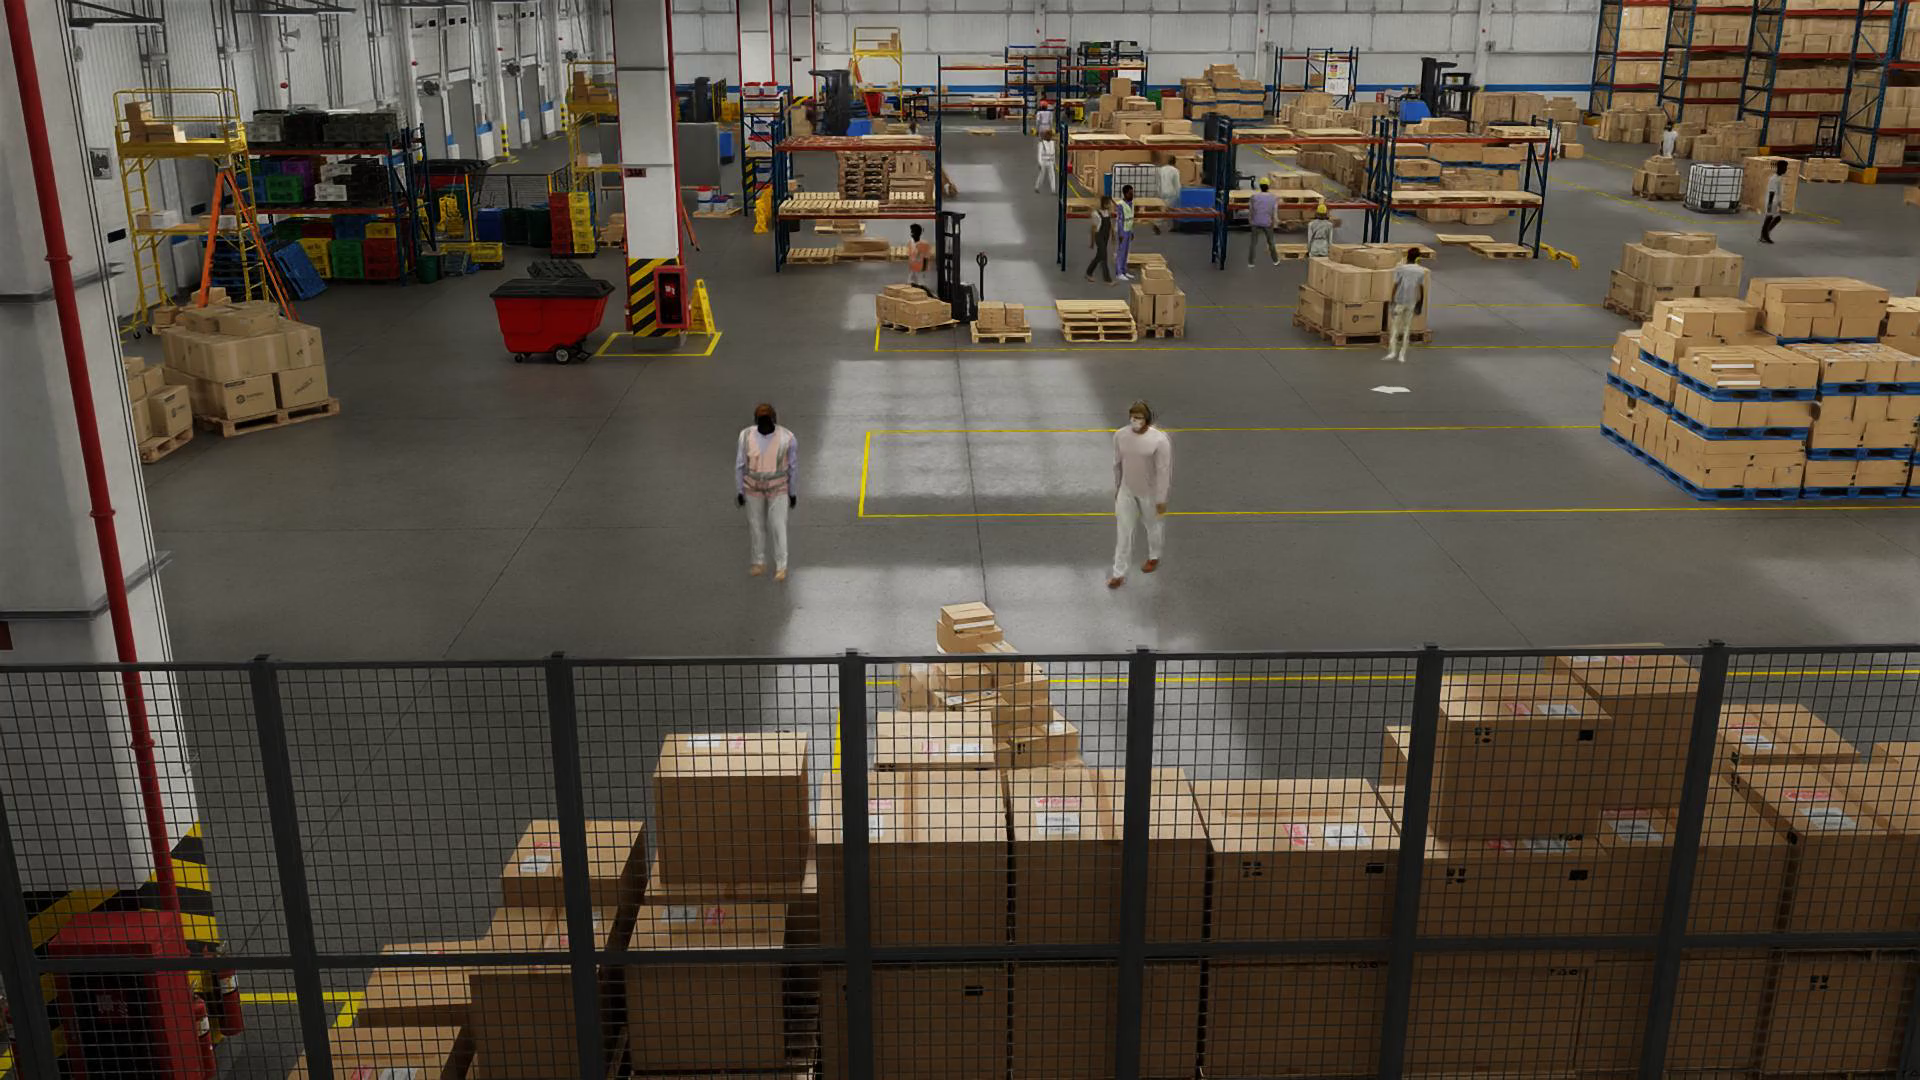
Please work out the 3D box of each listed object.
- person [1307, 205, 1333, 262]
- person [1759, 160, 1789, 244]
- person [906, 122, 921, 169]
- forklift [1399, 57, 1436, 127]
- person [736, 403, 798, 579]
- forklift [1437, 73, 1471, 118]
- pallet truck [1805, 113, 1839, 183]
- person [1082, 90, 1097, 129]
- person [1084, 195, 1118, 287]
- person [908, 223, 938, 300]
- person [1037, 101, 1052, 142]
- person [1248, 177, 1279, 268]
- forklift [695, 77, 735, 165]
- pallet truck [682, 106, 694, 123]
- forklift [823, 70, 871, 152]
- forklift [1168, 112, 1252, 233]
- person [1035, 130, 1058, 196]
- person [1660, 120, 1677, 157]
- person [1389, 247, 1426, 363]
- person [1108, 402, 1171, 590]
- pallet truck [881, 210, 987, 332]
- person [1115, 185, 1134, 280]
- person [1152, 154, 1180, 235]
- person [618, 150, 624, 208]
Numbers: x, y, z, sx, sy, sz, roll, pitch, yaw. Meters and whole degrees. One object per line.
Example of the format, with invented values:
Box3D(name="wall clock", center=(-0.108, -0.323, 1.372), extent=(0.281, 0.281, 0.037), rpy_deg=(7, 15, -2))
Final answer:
Box3D(name="person", center=(6.988, -5.648, 32.377), extent=(0.488, 1.743, 0.321), rpy_deg=(2, 19, 5))
Box3D(name="person", center=(18.855, -7.816, 38.500), extent=(0.470, 1.949, 0.631), rpy_deg=(9, 20, 24))
Box3D(name="person", center=(-1.440, -12.333, 52.404), extent=(0.536, 1.613, 0.689), rpy_deg=(-7, 20, -19))
Box3D(name="forklift", center=(19.264, -18.500, 68.753), extent=(1.873, 2.768, 1.129), rpy_deg=(-1, 19, -1))
Box3D(name="person", center=(-1.976, -0.506, 16.980), extent=(0.631, 1.841, 0.429), rpy_deg=(2, 19, 6))
Box3D(name="forklift", center=(17.108, -14.811, 57.808), extent=(1.129, 2.768, 1.873), rpy_deg=(-1, 19, -2))
Box3D(name="pallet truck", center=(26.403, -11.957, 50.702), extent=(0.823, 1.965, 1.885), rpy_deg=(6, 19, 16))
Box3D(name="person", center=(4.889, -16.016, 62.859), extent=(0.456, 1.924, 0.625), rpy_deg=(-12, 22, -32))
Box3D(name="person", center=(2.823, -6.045, 33.484), extent=(0.891, 1.804, 0.500), rpy_deg=(14, 23, 36))
Box3D(name="person", center=(-0.720, -4.953, 30.403), extent=(0.547, 1.681, 0.539), rpy_deg=(-16, 25, -40))
Box3D(name="person", center=(2.913, -14.146, 57.324), extent=(0.549, 1.919, 0.717), rpy_deg=(-4, 19, -13))
Box3D(name="person", center=(6.494, -6.782, 35.530), extent=(0.705, 1.891, 0.510), rpy_deg=(1, 19, 4))
Box3D(name="forklift", center=(-8.481, -13.870, 55.019), extent=(1.873, 2.768, 1.129), rpy_deg=(-1, 19, -1))
Box3D(name="pallet truck", center=(-9.671, -15.907, 62.421), extent=(0.823, 1.965, 1.885), rpy_deg=(5, 19, 15))
Box3D(name="forklift", center=(-4.238, -15.375, 59.482), extent=(1.873, 2.768, 1.129), rpy_deg=(-10, 21, -26))
Box3D(name="forklift", center=(6.129, -8.927, 40.354), extent=(1.873, 2.768, 1.129), rpy_deg=(-4, 19, -11))
Box3D(name="person", center=(2.446, -10.752, 47.376), extent=(0.591, 1.846, 0.966), rpy_deg=(-10, 21, -28))
Box3D(name="person", center=(21.535, -11.806, 50.497), extent=(0.651, 1.854, 0.521), rpy_deg=(-12, 22, -32))
Box3D(name="person", center=(7.165, -3.757, 26.631), extent=(0.536, 1.828, 0.542), rpy_deg=(3, 19, 9))
Box3D(name="person", center=(1.828, -0.488, 16.857), extent=(0.648, 1.890, 1.014), rpy_deg=(10, 21, 27))
Box3D(name="pallet truck", center=(-0.493, -4.759, 29.349), extent=(1.885, 1.965, 0.823), rpy_deg=(-13, 23, -34))
Box3D(name="person", center=(3.374, -6.299, 34.038), extent=(0.392, 1.920, 0.587), rpy_deg=(10, 21, 27))
Box3D(name="person", center=(4.996, -8.329, 40.107), extent=(0.969, 1.906, 0.640), rpy_deg=(-12, 22, -33))
Box3D(name="person", center=(-8.876, -9.846, 44.538), extent=(0.544, 1.935, 0.361), rpy_deg=(-9, 20, -24))
